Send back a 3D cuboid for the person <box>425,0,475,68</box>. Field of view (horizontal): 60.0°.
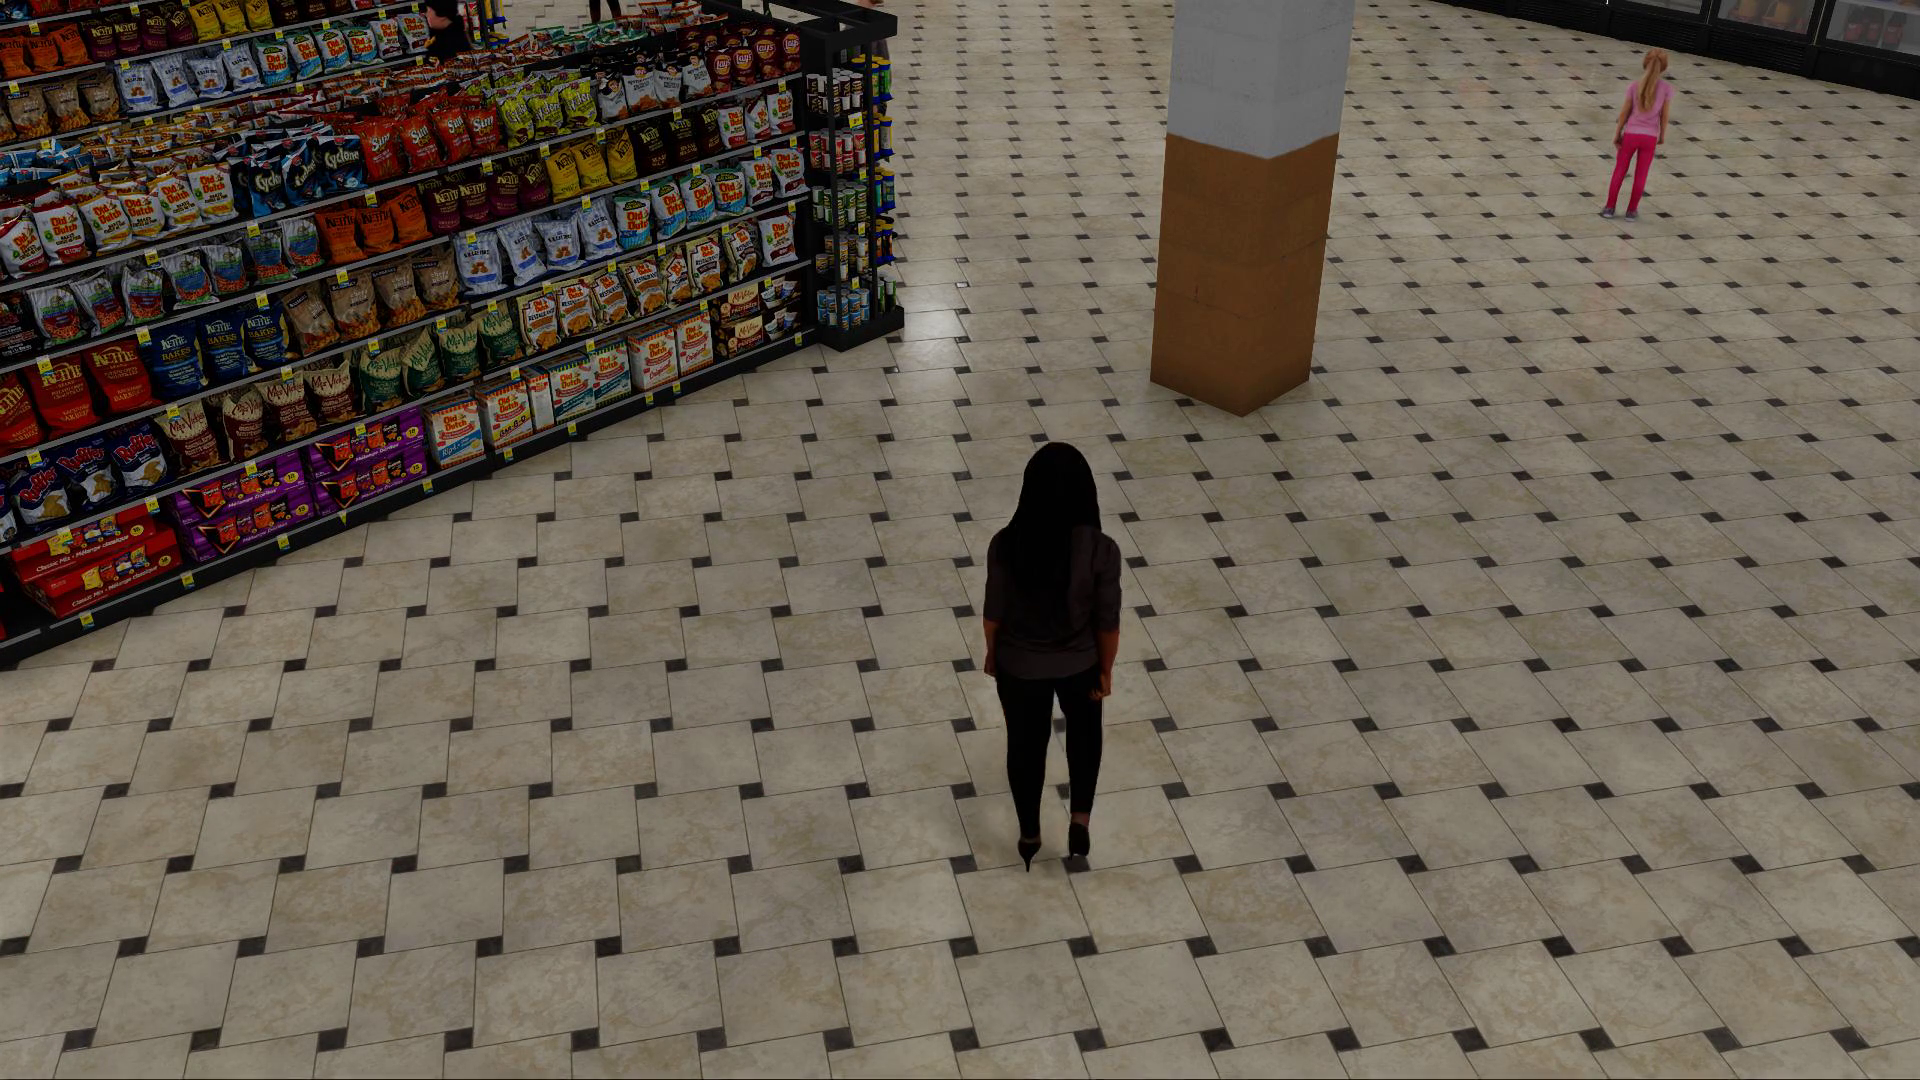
[{"bbox_3d":[-3.621,-3.114,12.044,0.794,1.671,0.802,-10,33,-16],"label":"person"}]

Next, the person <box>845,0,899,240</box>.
[{"bbox_3d":[-0.655,-3.104,11.808,0.799,1.903,0.771,-3,32,-5],"label":"person"}]

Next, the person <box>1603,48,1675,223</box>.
[{"bbox_3d":[4.989,-2.958,12.171,0.577,1.271,0.623,13,34,20],"label":"person"}]

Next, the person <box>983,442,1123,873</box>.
[{"bbox_3d":[0.326,0.527,6.041,0.797,1.831,0.854,1,32,2],"label":"person"}]

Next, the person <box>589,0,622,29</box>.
[{"bbox_3d":[-3.442,-5.522,15.862,0.644,1.726,0.678,10,33,15],"label":"person"}]
